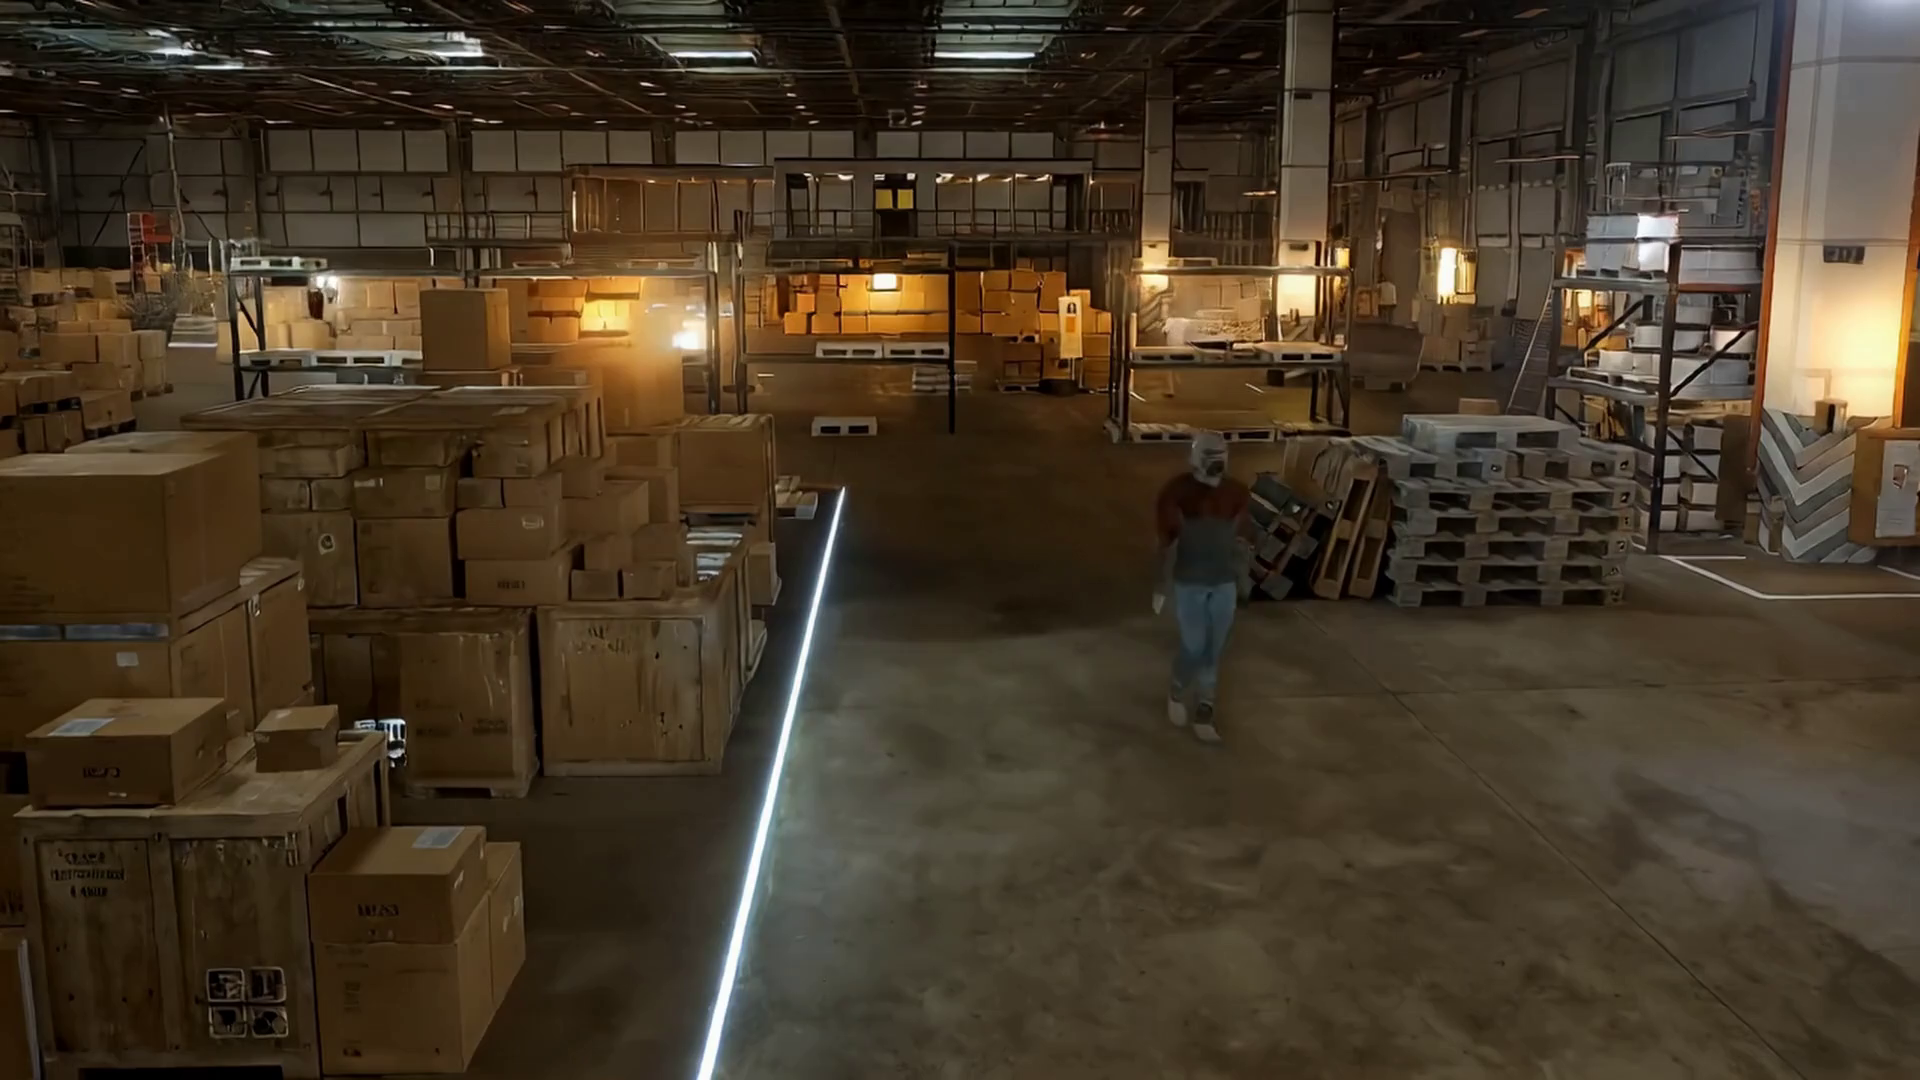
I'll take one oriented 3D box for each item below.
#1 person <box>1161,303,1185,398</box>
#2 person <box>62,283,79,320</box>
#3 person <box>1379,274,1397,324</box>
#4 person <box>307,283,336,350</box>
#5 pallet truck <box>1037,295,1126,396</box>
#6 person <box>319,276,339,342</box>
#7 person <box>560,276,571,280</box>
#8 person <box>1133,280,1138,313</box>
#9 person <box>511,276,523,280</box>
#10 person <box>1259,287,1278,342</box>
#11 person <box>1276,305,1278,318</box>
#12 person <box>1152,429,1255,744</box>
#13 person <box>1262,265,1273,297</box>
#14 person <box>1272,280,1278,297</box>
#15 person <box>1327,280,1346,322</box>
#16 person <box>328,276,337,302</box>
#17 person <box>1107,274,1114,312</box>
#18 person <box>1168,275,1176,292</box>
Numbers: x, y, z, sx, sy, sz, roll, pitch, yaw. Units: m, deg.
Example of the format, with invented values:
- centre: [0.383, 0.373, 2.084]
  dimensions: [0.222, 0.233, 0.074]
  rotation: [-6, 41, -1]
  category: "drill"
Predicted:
- centre: [4.134, -3.684, 32.350]
  dimensions: [0.556, 1.856, 0.405]
  rotation: [-5, 11, -26]
  category: "person"
- centre: [-28.009, -7.229, 52.401]
  dimensions: [0.519, 1.741, 0.527]
  rotation: [3, 11, 15]
  category: "person"
- centre: [14.246, -7.865, 55.346]
  dimensions: [0.620, 1.969, 0.469]
  rotation: [6, 12, 32]
  category: "person"
- centre: [-17.665, -6.098, 45.724]
  dimensions: [0.653, 1.882, 1.007]
  rotation: [4, 11, 22]
  category: "person"
- centre: [2.483, -3.881, 33.060]
  dimensions: [1.885, 1.965, 0.823]
  rotation: [-7, 13, -36]
  category: "pallet truck"
- centre: [-19.290, -7.057, 50.634]
  dimensions: [0.674, 2.000, 0.535]
  rotation: [0, 10, -2]
  category: "person"
- centre: [-17.967, -11.554, 76.092]
  dimensions: [0.792, 1.898, 0.575]
  rotation: [-9, 14, -42]
  category: "person"
- centre: [6.652, -9.529, 64.998]
  dimensions: [0.471, 1.824, 0.651]
  rotation: [-9, 13, -40]
  category: "person"
- centre: [-17.641, -9.810, 66.321]
  dimensions: [0.542, 1.920, 0.782]
  rotation: [-2, 10, -12]
  category: "person"
- centre: [8.153, -5.728, 43.789]
  dimensions: [0.624, 1.844, 0.430]
  rotation: [8, 13, 39]
  category: "person"
- centre: [7.606, -4.847, 38.582]
  dimensions: [0.624, 1.940, 0.983]
  rotation: [6, 12, 31]
  category: "person"
- centre: [1.486, 0.286, 10.044]
  dimensions: [0.653, 1.926, 0.432]
  rotation: [-4, 11, -20]
  category: "person"
- centre: [14.472, -11.957, 78.215]
  dimensions: [0.602, 1.940, 0.402]
  rotation: [-7, 12, -34]
  category: "person"
- centre: [12.110, -9.374, 64.642]
  dimensions: [0.540, 1.656, 0.729]
  rotation: [-3, 11, -16]
  category: "person"
- centre: [11.206, -6.807, 49.643]
  dimensions: [0.592, 1.903, 0.779]
  rotation: [5, 11, 25]
  category: "person"
- centre: [-26.998, -10.739, 71.620]
  dimensions: [0.416, 1.867, 0.620]
  rotation: [-6, 12, -31]
  category: "person"
- centre: [5.927, -9.694, 66.092]
  dimensions: [0.533, 1.767, 0.326]
  rotation: [-7, 12, -33]
  category: "person"
- centre: [7.552, -8.636, 59.810]
  dimensions: [0.826, 1.911, 0.551]
  rotation: [-6, 12, -31]
  category: "person"
